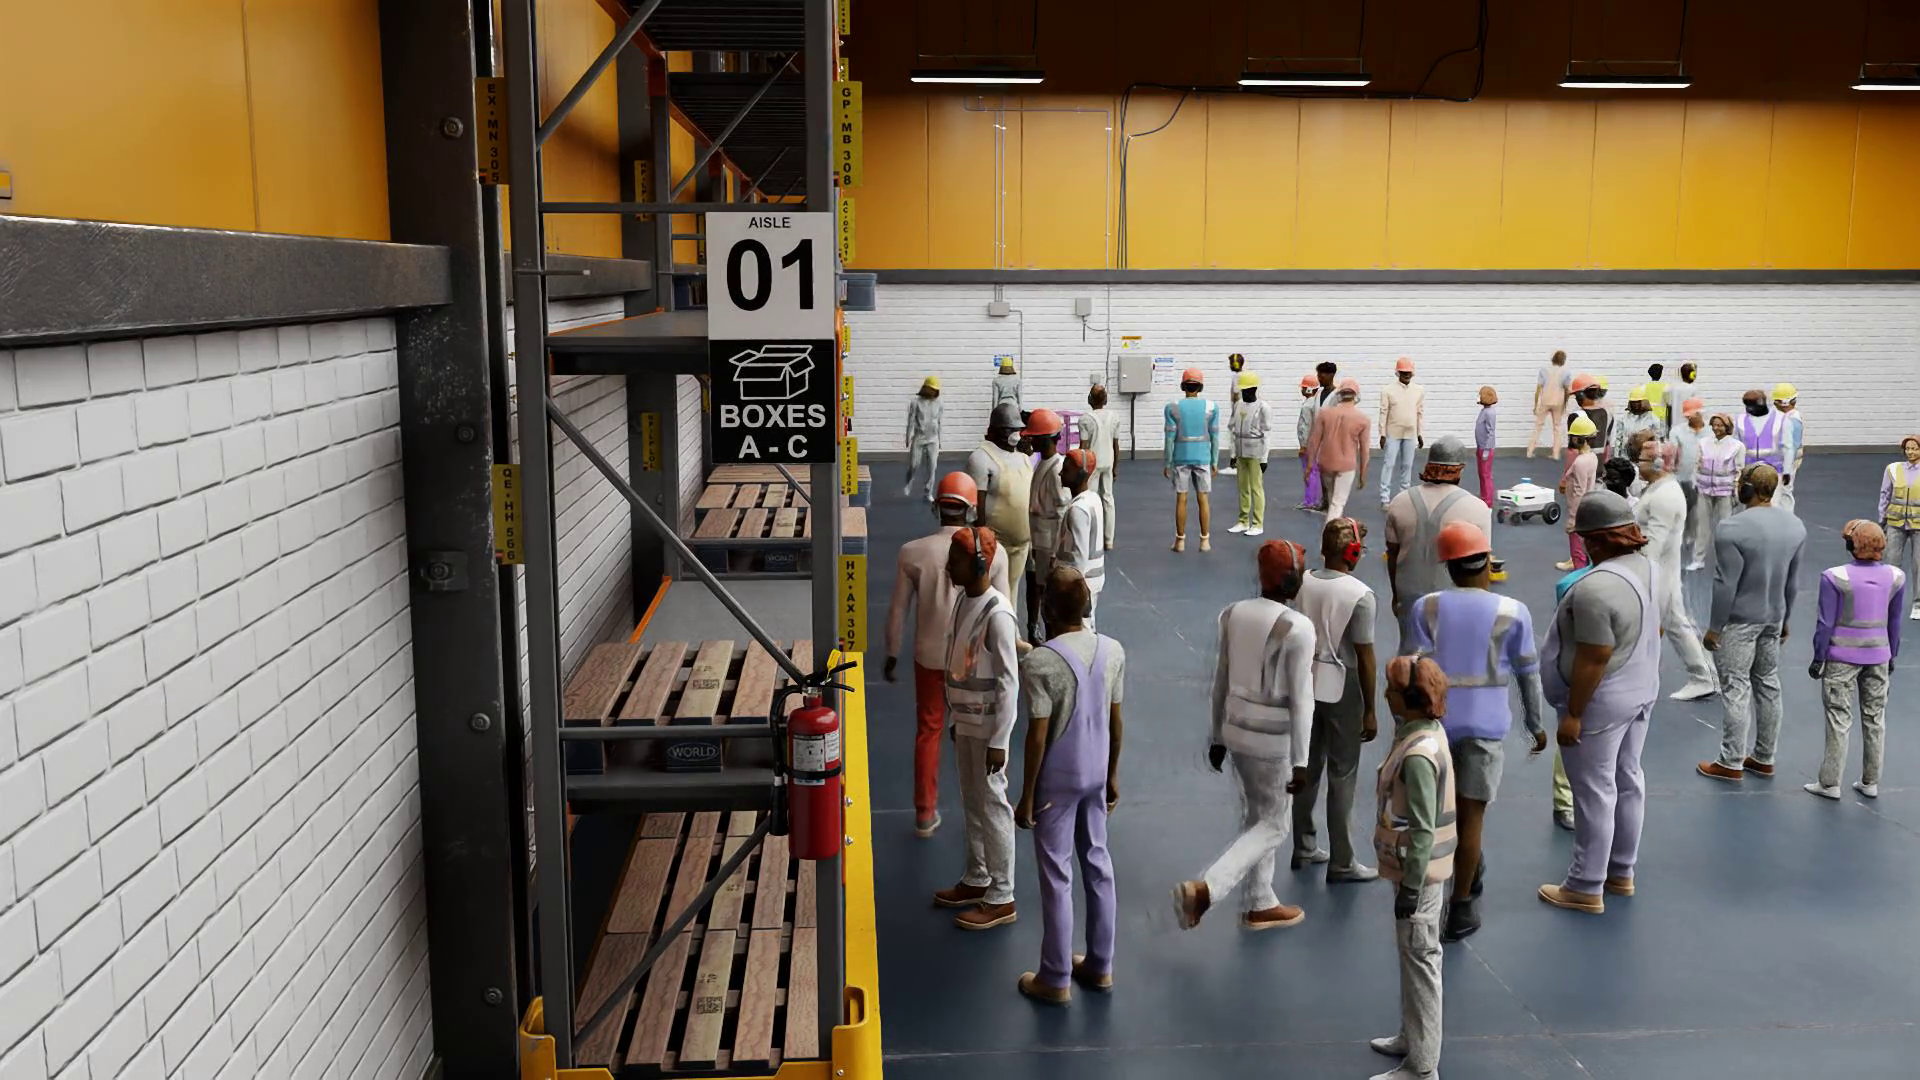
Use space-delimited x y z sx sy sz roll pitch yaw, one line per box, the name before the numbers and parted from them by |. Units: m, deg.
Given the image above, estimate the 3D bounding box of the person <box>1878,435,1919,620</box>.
person | 8.402 -0.118 14.714 0.307 1.639 0.525 -9 12 -43

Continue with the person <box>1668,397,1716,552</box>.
person | 8.053 -0.713 18.241 0.584 1.704 0.804 5 10 27

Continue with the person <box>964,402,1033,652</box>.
person | 0.376 -0.078 13.208 0.535 2.000 0.676 8 12 40

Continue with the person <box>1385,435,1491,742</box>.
person | 3.089 0.327 10.663 0.685 2.000 0.535 7 12 39

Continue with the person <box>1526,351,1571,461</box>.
person | 9.643 -2.184 27.167 0.603 1.803 0.377 4 10 23

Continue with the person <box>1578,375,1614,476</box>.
person | 8.210 -1.270 21.548 0.538 1.751 0.444 -2 9 -11

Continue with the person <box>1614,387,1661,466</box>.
person | 7.854 -0.907 19.344 0.492 1.742 0.315 6 11 34

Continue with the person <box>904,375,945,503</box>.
person | -0.480 -1.366 22.330 0.511 1.710 0.633 -3 10 -19

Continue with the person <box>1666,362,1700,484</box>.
person | 9.914 -1.515 22.859 0.506 1.850 0.538 -4 10 -22

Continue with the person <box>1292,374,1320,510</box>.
person | 4.517 -1.268 21.563 0.323 1.755 0.564 5 10 27

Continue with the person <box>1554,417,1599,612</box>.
person | 5.562 -0.220 14.960 0.308 1.769 0.525 5 10 29

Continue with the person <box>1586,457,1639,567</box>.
person | 4.876 0.226 12.373 0.321 1.696 0.537 -6 11 -32

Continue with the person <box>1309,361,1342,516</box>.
person | 4.663 -1.285 21.063 0.379 1.958 0.598 -4 10 -23

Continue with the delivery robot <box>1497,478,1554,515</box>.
delivery robot | 6.898 -0.511 20.281 0.707 0.478 0.477 -5 10 -29

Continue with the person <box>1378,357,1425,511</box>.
person | 5.690 -1.361 21.406 0.614 1.993 0.395 -2 9 -10

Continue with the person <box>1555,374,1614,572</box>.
person | 6.368 -0.681 17.018 0.605 2.033 0.392 -5 11 -30

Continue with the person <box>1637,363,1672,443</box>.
person | 10.574 -1.846 25.377 0.537 1.697 0.320 3 10 21

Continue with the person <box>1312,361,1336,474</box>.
person | 5.560 -1.814 25.034 0.581 1.739 0.570 9 12 43

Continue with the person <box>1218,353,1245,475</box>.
person | 4.233 -1.909 25.278 0.380 1.866 0.580 7 12 38

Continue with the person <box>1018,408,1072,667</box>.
person | 0.655 0.024 12.562 0.386 2.042 0.605 -2 9 -11

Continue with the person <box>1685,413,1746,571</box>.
person | 7.706 -0.473 16.941 0.312 1.641 0.512 -8 12 -42

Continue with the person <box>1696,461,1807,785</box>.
person | 4.719 0.492 9.944 0.637 1.939 0.357 -3 10 -21

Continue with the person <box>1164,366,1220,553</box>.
person | 2.524 -0.872 18.181 0.605 2.045 0.382 0 9 2

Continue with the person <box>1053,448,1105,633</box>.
person | 0.791 0.322 11.189 0.351 1.883 0.582 2 9 12

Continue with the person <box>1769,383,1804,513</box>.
person | 9.283 -0.858 18.790 0.403 1.822 0.587 3 9 17

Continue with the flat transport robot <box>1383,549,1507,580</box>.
flat transport robot | 4.930 0.204 16.976 0.652 0.197 1.431 -2 9 -10

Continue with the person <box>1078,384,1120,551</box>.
person | 1.504 -0.780 18.228 0.509 1.846 0.342 -4 10 -24

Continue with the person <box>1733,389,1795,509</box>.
person | 8.712 -0.740 18.116 0.653 1.803 0.497 7 11 37

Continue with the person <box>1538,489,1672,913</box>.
person | 3.049 0.751 8.001 0.674 2.000 0.535 -8 12 -40

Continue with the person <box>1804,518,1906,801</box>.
person | 5.173 0.695 9.608 0.520 1.640 0.306 -1 9 -5

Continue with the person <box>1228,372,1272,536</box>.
person | 3.380 -1.010 19.451 0.396 1.918 0.586 -6 11 -33

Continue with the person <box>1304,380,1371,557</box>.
person | 4.089 -0.776 18.034 0.687 1.906 1.064 6 11 35

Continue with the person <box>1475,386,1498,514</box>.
person | 6.668 -1.145 21.175 0.282 1.636 0.500 1 9 4

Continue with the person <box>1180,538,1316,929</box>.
person | 1.292 0.923 7.501 0.734 1.859 0.609 -5 10 -30

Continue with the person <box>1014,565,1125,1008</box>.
person | 0.456 1.019 6.935 0.514 1.842 0.327 -6 11 -34

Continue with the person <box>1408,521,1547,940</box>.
person | 2.439 0.852 7.839 0.597 1.880 0.945 5 10 28

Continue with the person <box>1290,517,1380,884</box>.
person | 1.859 0.798 8.332 0.386 1.839 0.568 -6 11 -31

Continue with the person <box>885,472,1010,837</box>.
person | -0.053 0.621 8.999 0.674 1.981 0.418 0 9 1

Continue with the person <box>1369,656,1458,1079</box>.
person | 1.693 1.235 6.215 0.310 1.640 0.523 3 9 16

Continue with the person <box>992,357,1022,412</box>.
person | 0.746 -2.035 26.434 0.493 1.740 0.325 -1 9 -8

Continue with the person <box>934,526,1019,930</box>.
person | 0.089 0.866 7.770 0.337 1.882 0.585 -3 10 -19
